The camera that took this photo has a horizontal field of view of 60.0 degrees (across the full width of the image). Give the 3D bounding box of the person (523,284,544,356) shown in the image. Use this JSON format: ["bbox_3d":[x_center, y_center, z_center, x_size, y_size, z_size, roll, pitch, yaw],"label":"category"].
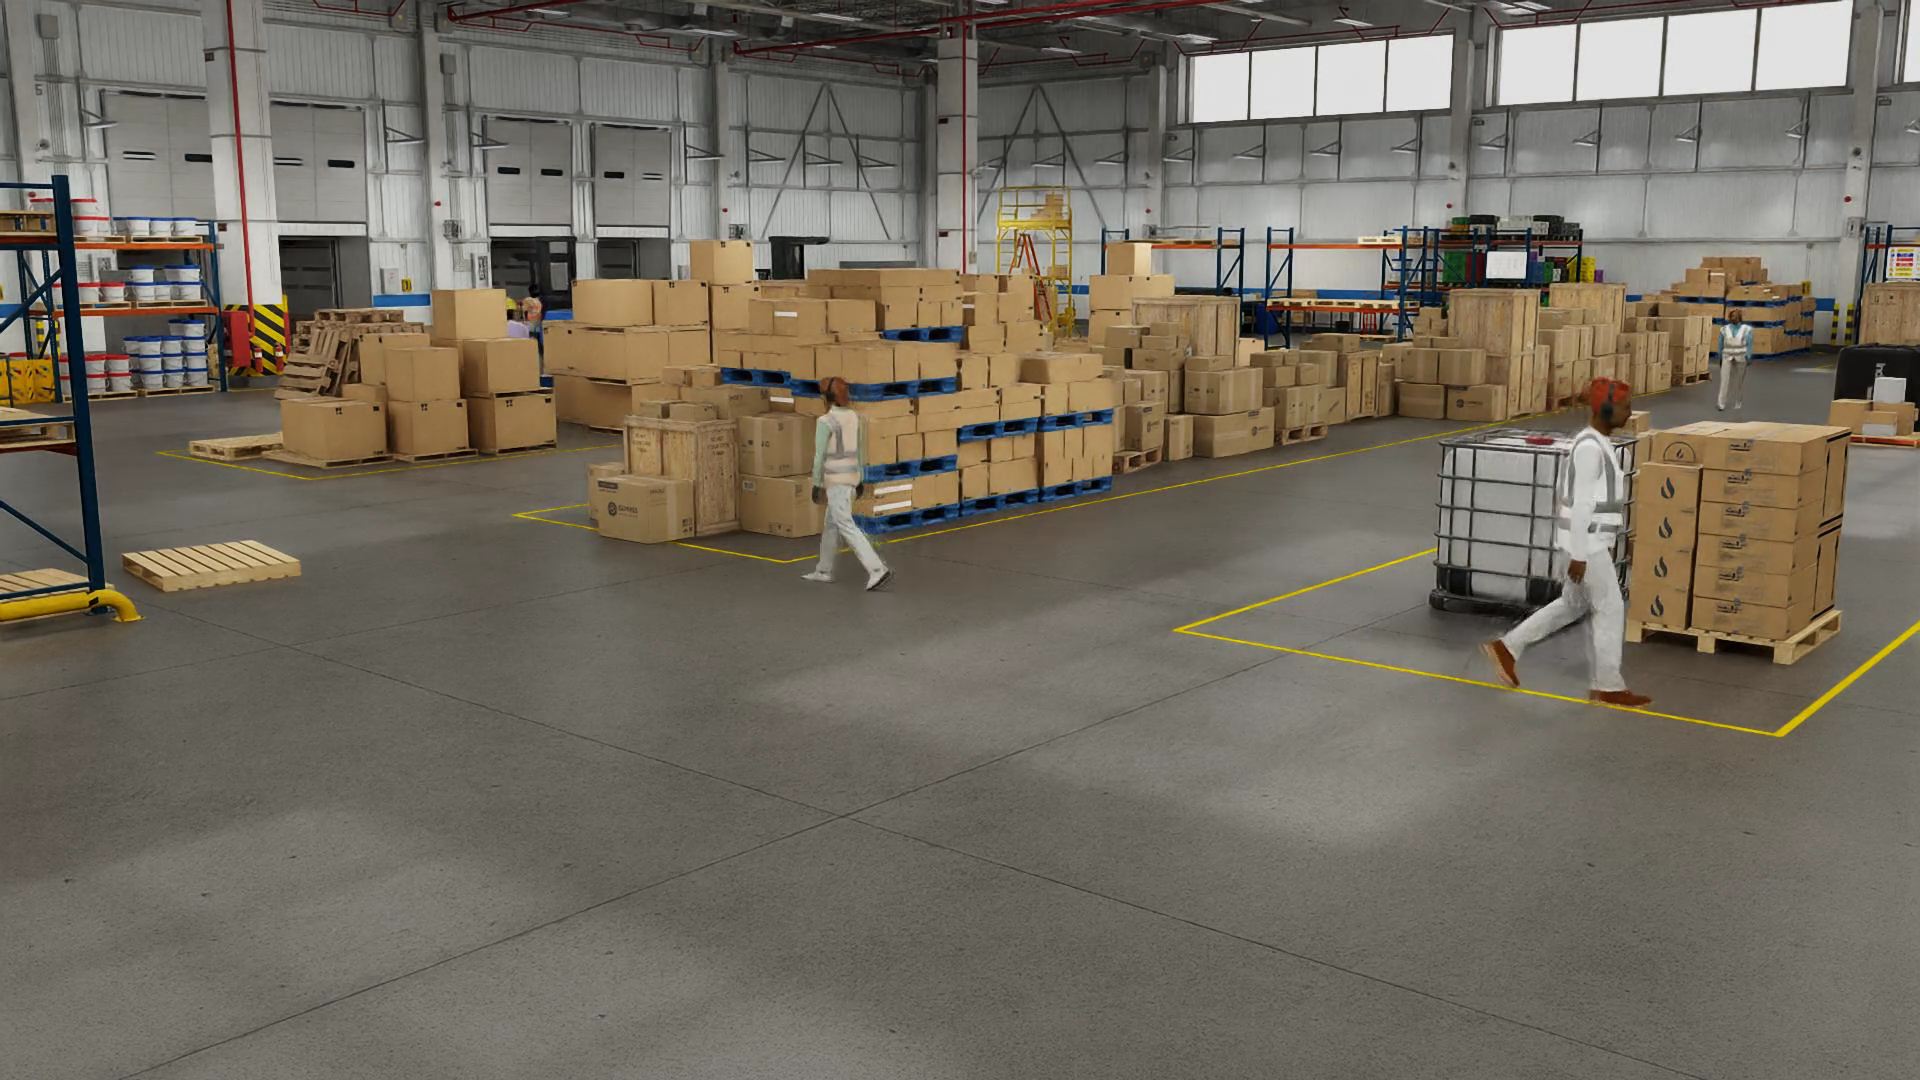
[{"bbox_3d":[-10.000,-5.149,39.070,0.318,1.700,0.535,9,13,41],"label":"person"}]

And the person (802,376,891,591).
[{"bbox_3d":[-0.855,-0.427,12.457,0.820,1.605,0.524,5,11,28],"label":"person"}]

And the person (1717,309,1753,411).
[{"bbox_3d":[12.204,-2.838,26.213,0.518,1.597,0.853,7,12,33],"label":"person"}]

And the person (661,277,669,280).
[{"bbox_3d":[-6.356,-4.704,35.905,0.640,1.927,0.388,-5,11,-26],"label":"person"}]

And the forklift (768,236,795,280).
[{"bbox_3d":[-4.268,-5.902,39.996,1.873,2.768,1.129,2,10,13],"label":"forklift"}]

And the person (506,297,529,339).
[{"bbox_3d":[-6.137,-2.391,22.862,0.972,1.882,0.584,7,12,37],"label":"person"}]

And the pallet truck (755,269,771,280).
[{"bbox_3d":[-4.996,-6.432,45.525,1.885,1.965,0.823,-6,12,-32],"label":"pallet truck"}]

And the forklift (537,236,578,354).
[{"bbox_3d":[-9.433,-5.765,39.215,1.873,2.768,1.129,8,13,40],"label":"forklift"}]

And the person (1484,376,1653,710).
[{"bbox_3d":[3.441,0.005,9.316,0.865,1.856,0.579,4,11,22],"label":"person"}]
